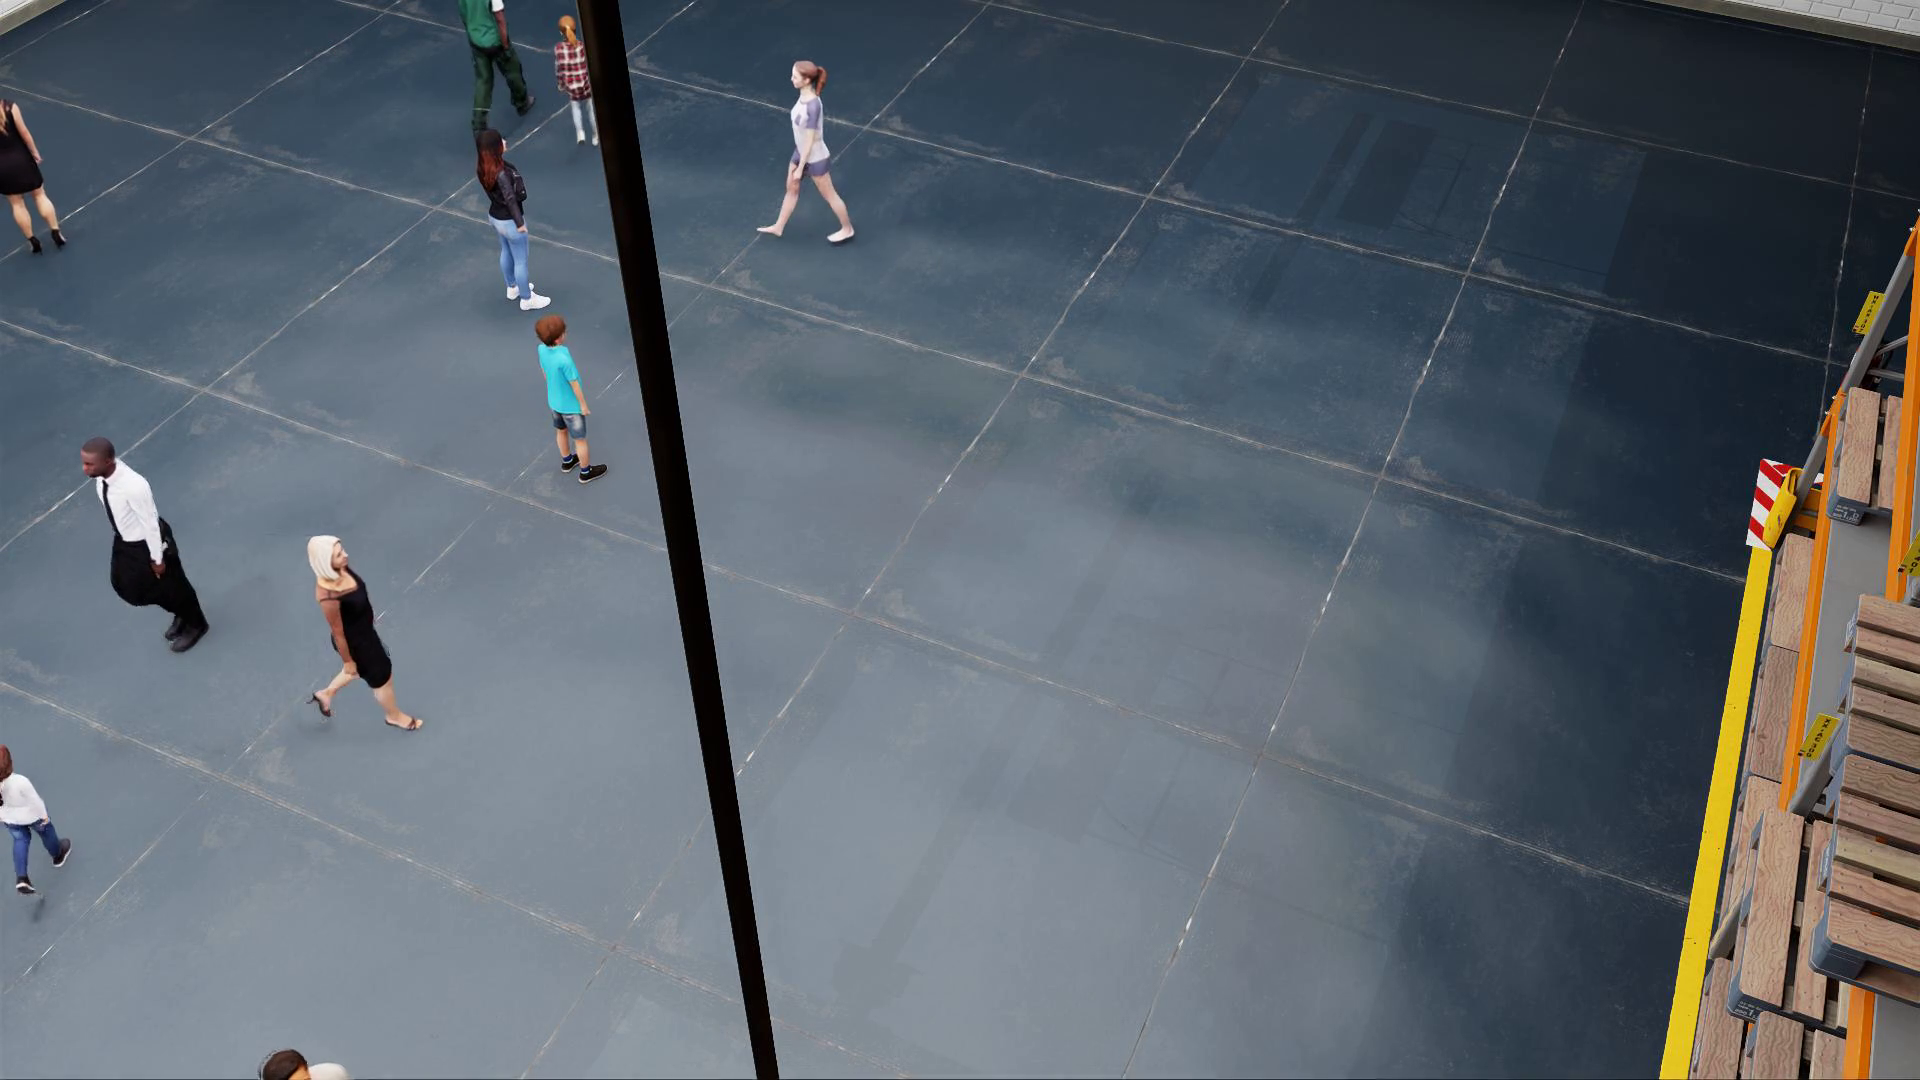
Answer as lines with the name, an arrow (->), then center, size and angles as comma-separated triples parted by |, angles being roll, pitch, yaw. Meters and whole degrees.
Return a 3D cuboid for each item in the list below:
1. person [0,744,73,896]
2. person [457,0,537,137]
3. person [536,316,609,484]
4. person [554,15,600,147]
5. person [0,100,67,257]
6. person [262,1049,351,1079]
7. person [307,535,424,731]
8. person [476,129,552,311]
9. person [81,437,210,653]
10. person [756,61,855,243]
person -> -5.520, 1.633, 9.740 | 0.634, 1.103, 0.765 | -5, 44, -5
person -> -4.555, -4.726, 15.905 | 0.784, 1.807, 1.221 | 12, 45, 12
person -> -2.929, -1.057, 12.313 | 0.569, 1.449, 0.558 | 30, 51, 27
person -> -3.656, -4.336, 15.867 | 0.691, 1.294, 0.742 | 0, 44, 0
person -> -8.223, -3.254, 14.430 | 0.718, 1.709, 0.815 | -22, 48, -22
person -> -2.987, 2.917, 7.879 | 0.772, 1.811, 0.570 | 30, 51, 28
person -> -3.841, 0.610, 10.358 | 0.952, 1.731, 0.948 | -6, 44, -6
person -> -3.775, -2.685, 13.888 | 0.716, 1.634, 0.723 | -28, 50, -27
person -> -5.279, -0.027, 10.958 | 0.715, 1.827, 0.694 | 25, 49, 24
person -> -1.208, -3.335, 14.505 | 1.093, 1.724, 1.055 | -12, 45, -13
